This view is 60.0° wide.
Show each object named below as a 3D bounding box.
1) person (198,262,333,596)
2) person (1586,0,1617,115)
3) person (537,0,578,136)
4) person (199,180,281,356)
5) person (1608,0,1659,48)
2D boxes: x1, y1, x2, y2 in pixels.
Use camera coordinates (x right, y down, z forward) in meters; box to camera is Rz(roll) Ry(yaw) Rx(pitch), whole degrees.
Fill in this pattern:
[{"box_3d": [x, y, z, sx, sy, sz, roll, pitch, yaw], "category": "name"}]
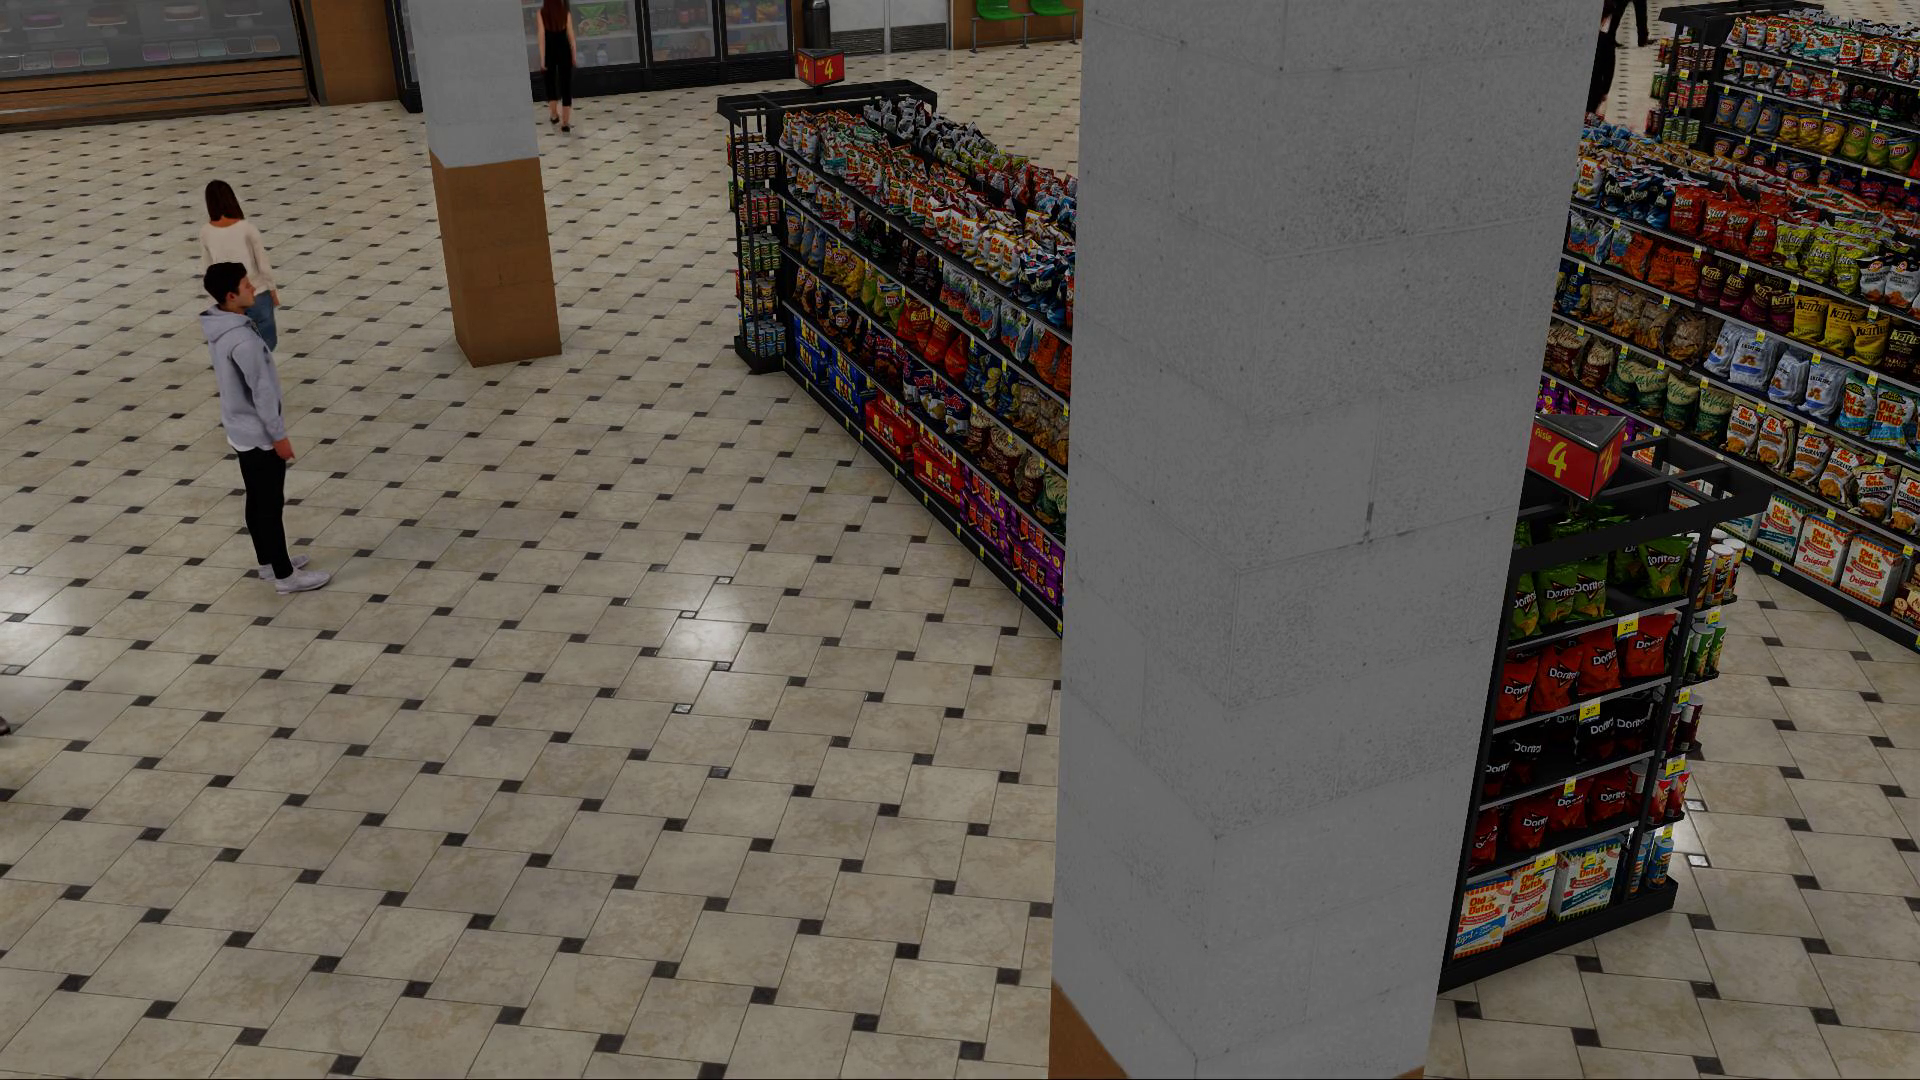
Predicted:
[{"box_3d": [-3.968, -0.622, 9.332, 0.797, 1.929, 0.625, -20, 33, -35], "category": "person"}, {"box_3d": [6.439, -4.562, 17.226, 1.293, 1.816, 1.247, 13, 30, 25], "category": "person"}, {"box_3d": [-4.678, -5.579, 19.362, 0.652, 1.698, 0.978, -8, 28, -16], "category": "person"}, {"box_3d": [-5.060, -1.671, 11.693, 0.884, 1.664, 1.027, 2, 27, 4], "category": "person"}, {"box_3d": [9.675, -8.010, 24.129, 0.742, 1.723, 0.936, -11, 29, -20], "category": "person"}]
